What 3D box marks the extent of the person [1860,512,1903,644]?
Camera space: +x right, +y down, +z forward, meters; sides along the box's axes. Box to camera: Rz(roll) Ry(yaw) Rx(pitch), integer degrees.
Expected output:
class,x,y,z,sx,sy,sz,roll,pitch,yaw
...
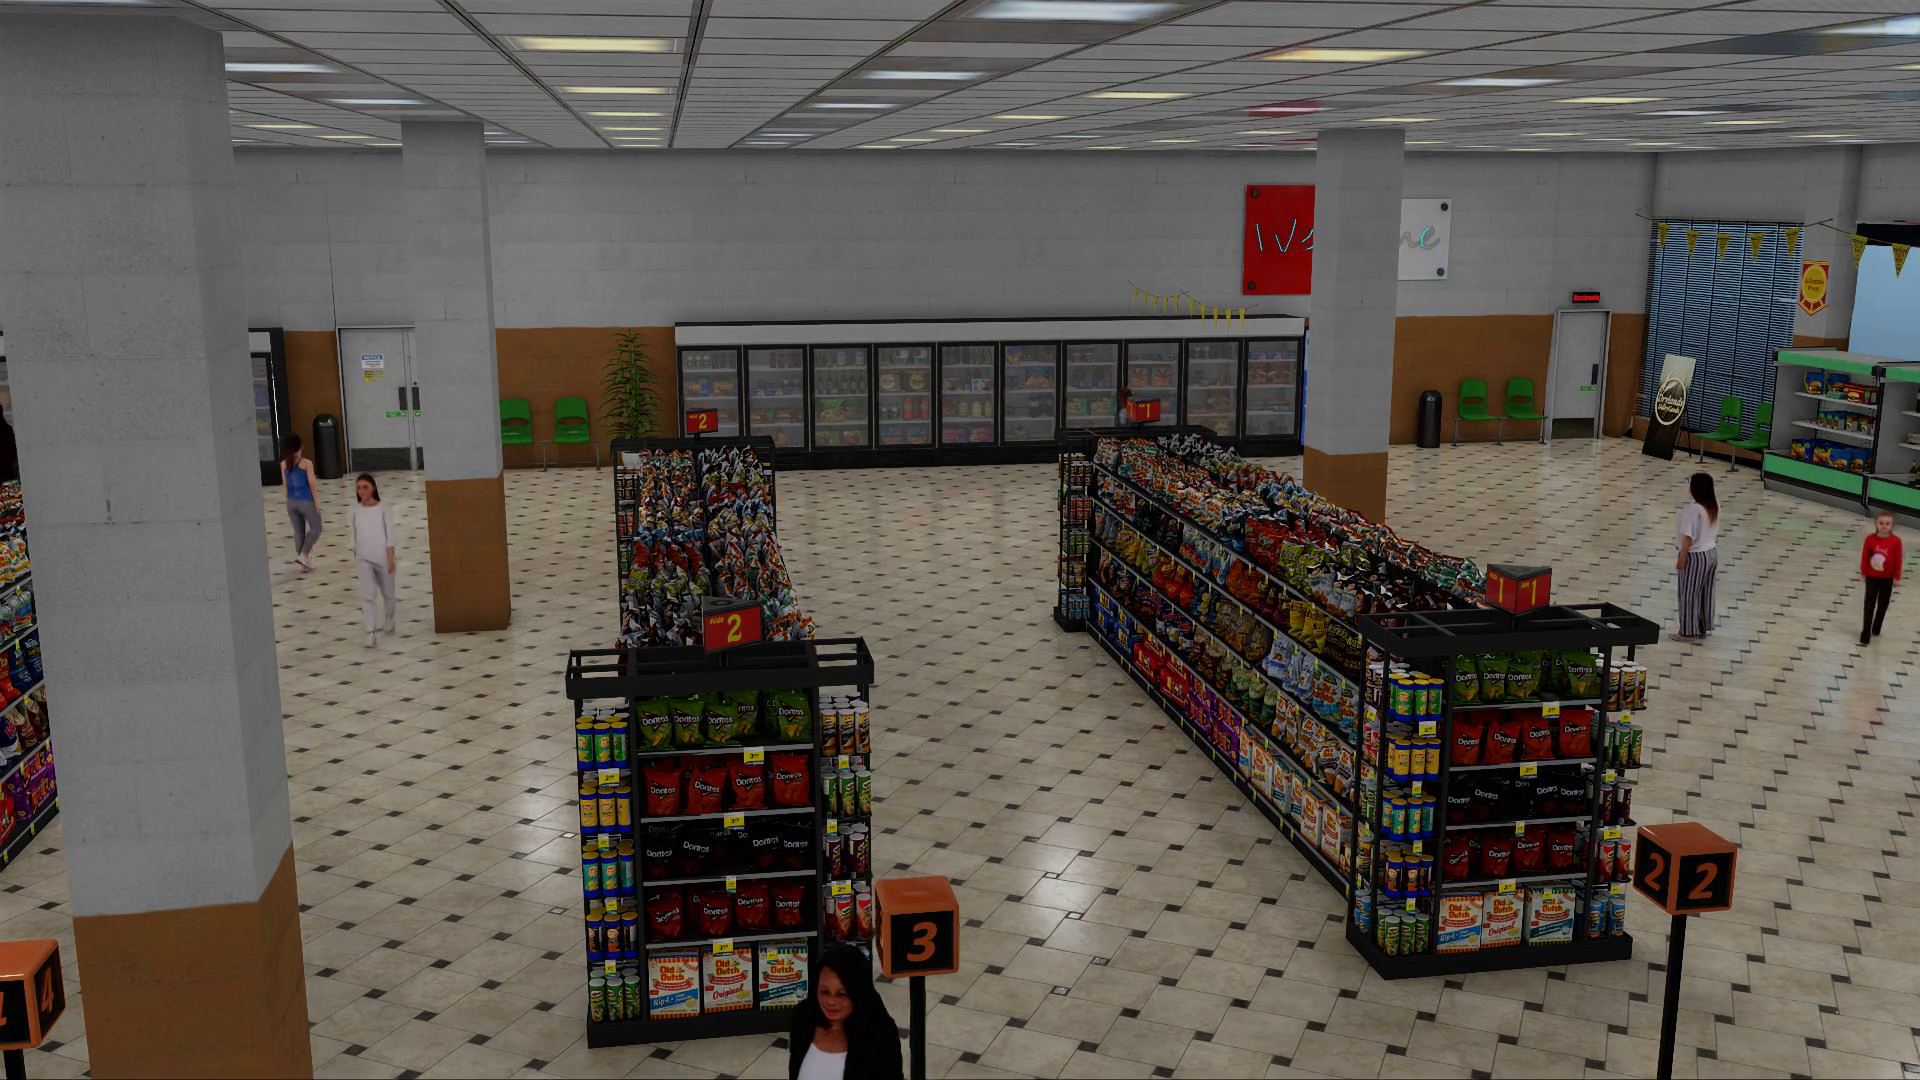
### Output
class,x,y,z,sx,sy,sz,roll,pitch,yaw
person,9.084,0.354,16.405,0.782,1.269,0.897,6,13,26

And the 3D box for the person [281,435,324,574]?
class,x,y,z,sx,sy,sz,roll,pitch,yaw
person,-7.624,-0.400,19.171,0.672,1.604,0.704,2,12,8

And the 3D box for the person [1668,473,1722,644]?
class,x,y,z,sx,sy,sz,roll,pitch,yaw
person,7.239,0.163,16.316,0.772,1.679,0.765,-8,14,-34

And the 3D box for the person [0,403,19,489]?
class,x,y,z,sx,sy,sz,roll,pitch,yaw
person,-12.211,-0.900,21.171,0.744,1.758,0.728,2,12,11

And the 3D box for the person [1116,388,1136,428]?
class,x,y,z,sx,sy,sz,roll,pitch,yaw
person,2.383,-1.239,22.990,1.075,1.671,1.076,6,13,26

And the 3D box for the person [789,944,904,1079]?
class,x,y,z,sx,sy,sz,roll,pitch,yaw
person,-0.406,2.289,6.483,0.959,1.569,1.229,3,12,14

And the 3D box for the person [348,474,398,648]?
class,x,y,z,sx,sy,sz,roll,pitch,yaw
person,-5.697,0.186,16.281,0.605,1.647,1.099,-2,12,-11
